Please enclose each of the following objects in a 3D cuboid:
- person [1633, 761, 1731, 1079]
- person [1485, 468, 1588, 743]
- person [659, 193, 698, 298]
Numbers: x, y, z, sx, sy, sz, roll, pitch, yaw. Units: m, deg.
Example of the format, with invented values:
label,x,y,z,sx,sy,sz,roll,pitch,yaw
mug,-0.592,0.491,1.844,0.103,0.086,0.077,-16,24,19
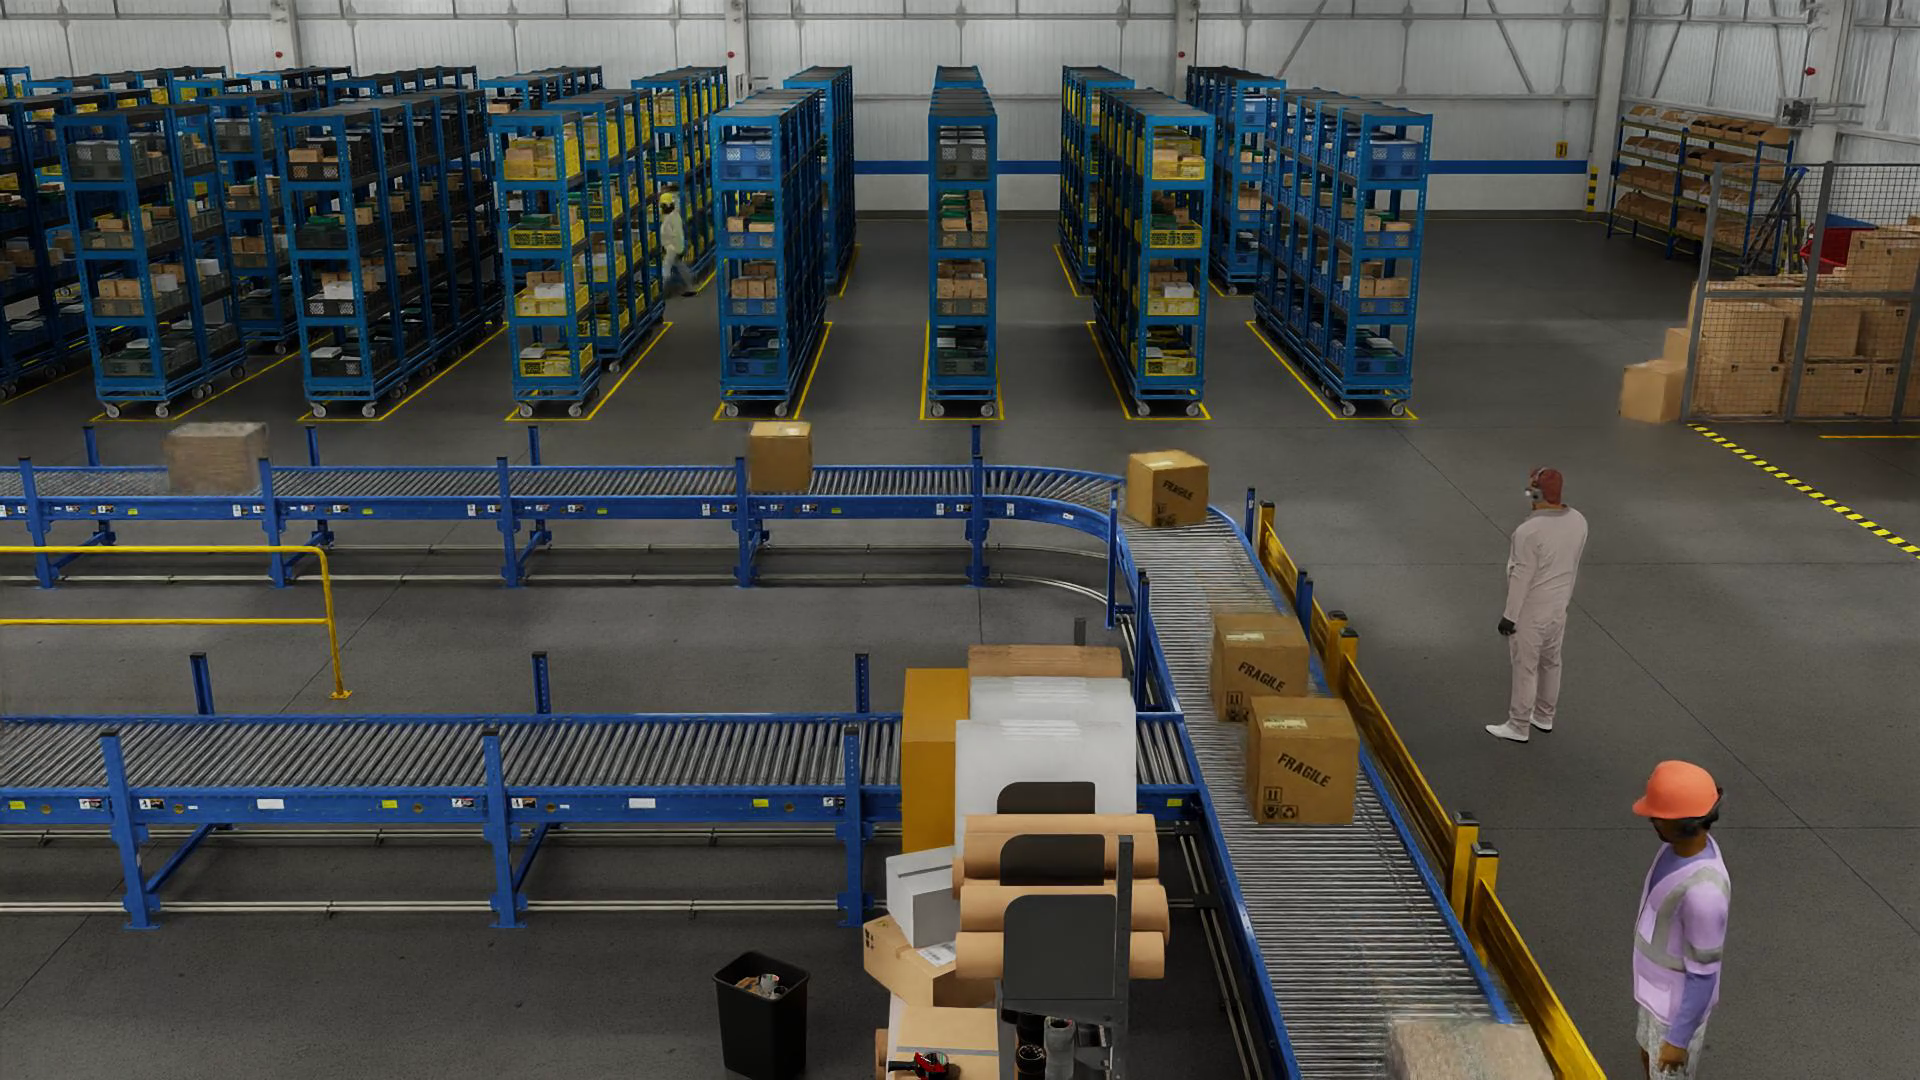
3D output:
label,x,y,z,sx,sy,sz,roll,pitch,yaw
person,2.836,1.830,6.720,0.401,2.033,0.605,4,18,12
person,3.876,0.436,11.223,0.638,1.903,0.408,-12,22,-33
person,-4.873,-4.920,27.933,0.952,1.770,0.584,-6,19,-17
